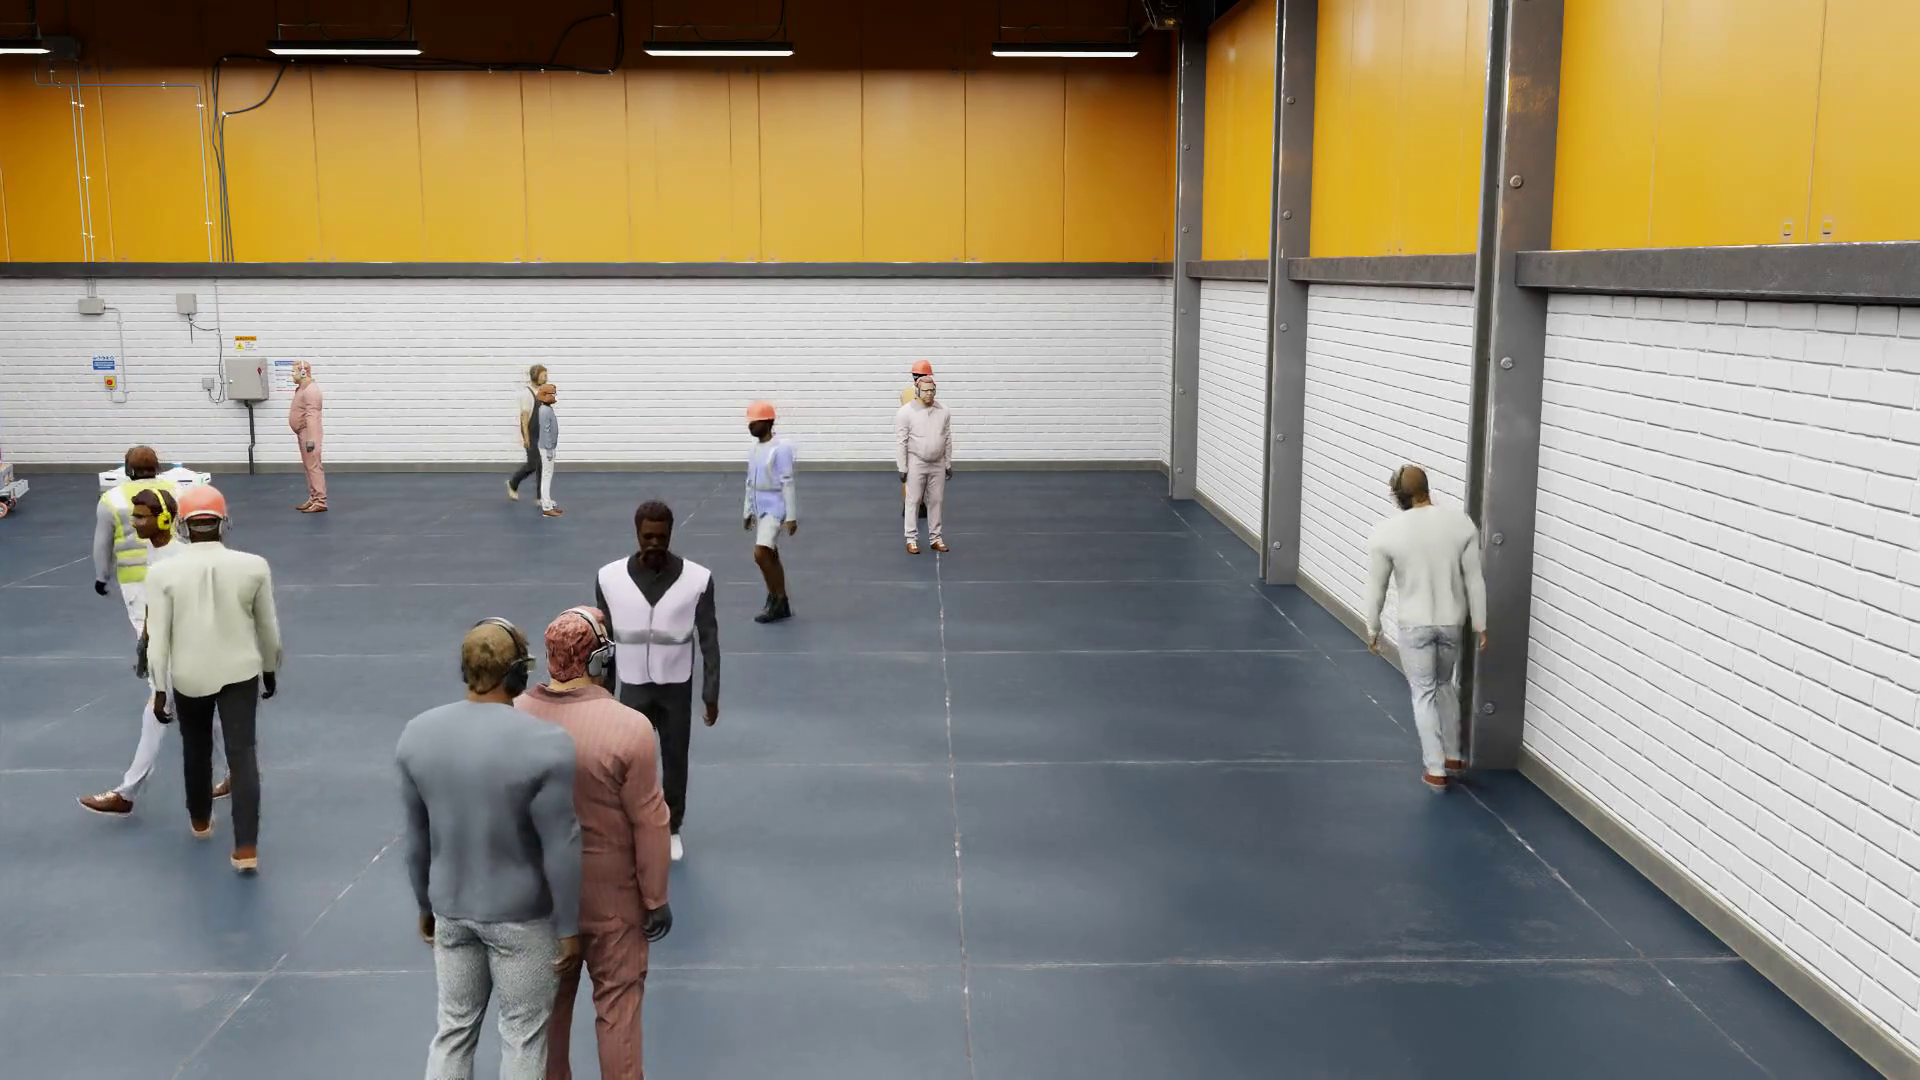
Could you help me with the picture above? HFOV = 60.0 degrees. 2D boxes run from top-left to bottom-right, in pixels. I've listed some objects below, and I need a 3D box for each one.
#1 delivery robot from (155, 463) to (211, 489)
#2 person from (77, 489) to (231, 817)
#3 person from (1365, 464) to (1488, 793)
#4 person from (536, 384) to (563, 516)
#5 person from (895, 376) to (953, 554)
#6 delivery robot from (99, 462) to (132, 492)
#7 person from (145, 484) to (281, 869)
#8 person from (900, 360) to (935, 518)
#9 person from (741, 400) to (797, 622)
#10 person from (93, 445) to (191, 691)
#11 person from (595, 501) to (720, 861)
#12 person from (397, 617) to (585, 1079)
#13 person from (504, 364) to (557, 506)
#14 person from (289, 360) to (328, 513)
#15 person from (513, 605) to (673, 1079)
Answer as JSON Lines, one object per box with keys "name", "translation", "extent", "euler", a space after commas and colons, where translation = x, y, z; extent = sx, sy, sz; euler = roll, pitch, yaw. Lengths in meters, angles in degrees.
{"name": "delivery robot", "translation": [-9.963, -0.740, 21.221], "extent": [0.707, 0.478, 0.477], "euler": [-1, 9, -8]}
{"name": "person", "translation": [-4.460, 0.619, 9.293], "extent": [0.984, 1.818, 0.553], "euler": [-8, 12, -40]}
{"name": "person", "translation": [2.714, 0.509, 9.729], "extent": [0.672, 1.899, 0.506], "euler": [-1, 9, -3]}
{"name": "person", "translation": [-5.051, -1.108, 20.464], "extent": [0.283, 1.633, 0.497], "euler": [-2, 9, -11]}
{"name": "person", "translation": [-0.365, -0.798, 17.760], "extent": [0.645, 1.903, 0.401], "euler": [-5, 10, -28]}
{"name": "delivery robot", "translation": [-10.688, -0.765, 21.371], "extent": [0.707, 0.478, 0.477], "euler": [3, 10, 18]}
{"name": "person", "translation": [-3.830, 0.681, 8.578], "extent": [0.643, 1.937, 1.052], "euler": [-5, 11, -29]}
{"name": "person", "translation": [-0.485, -1.230, 20.313], "extent": [0.382, 1.932, 0.541], "euler": [-8, 13, -42]}
{"name": "person", "translation": [-1.681, -0.241, 14.254], "extent": [0.579, 1.917, 0.582], "euler": [-7, 12, -37]}
{"name": "person", "translation": [-5.699, 0.242, 11.648], "extent": [0.639, 1.807, 0.863], "euler": [-9, 13, -42]}
{"name": "person", "translation": [-1.503, 0.752, 8.285], "extent": [0.616, 1.881, 0.859], "euler": [-1, 9, -8]}
{"name": "person", "translation": [-1.503, 1.207, 5.398], "extent": [0.645, 1.926, 0.395], "euler": [3, 10, 15]}
{"name": "person", "translation": [-5.489, -1.330, 21.242], "extent": [0.643, 1.830, 0.542], "euler": [3, 10, 18]}
{"name": "person", "translation": [-8.174, -1.294, 20.810], "extent": [0.402, 1.901, 0.647], "euler": [-5, 11, -29]}
{"name": "person", "translation": [-1.269, 1.167, 5.680], "extent": [0.651, 1.907, 0.409], "euler": [3, 10, 16]}
